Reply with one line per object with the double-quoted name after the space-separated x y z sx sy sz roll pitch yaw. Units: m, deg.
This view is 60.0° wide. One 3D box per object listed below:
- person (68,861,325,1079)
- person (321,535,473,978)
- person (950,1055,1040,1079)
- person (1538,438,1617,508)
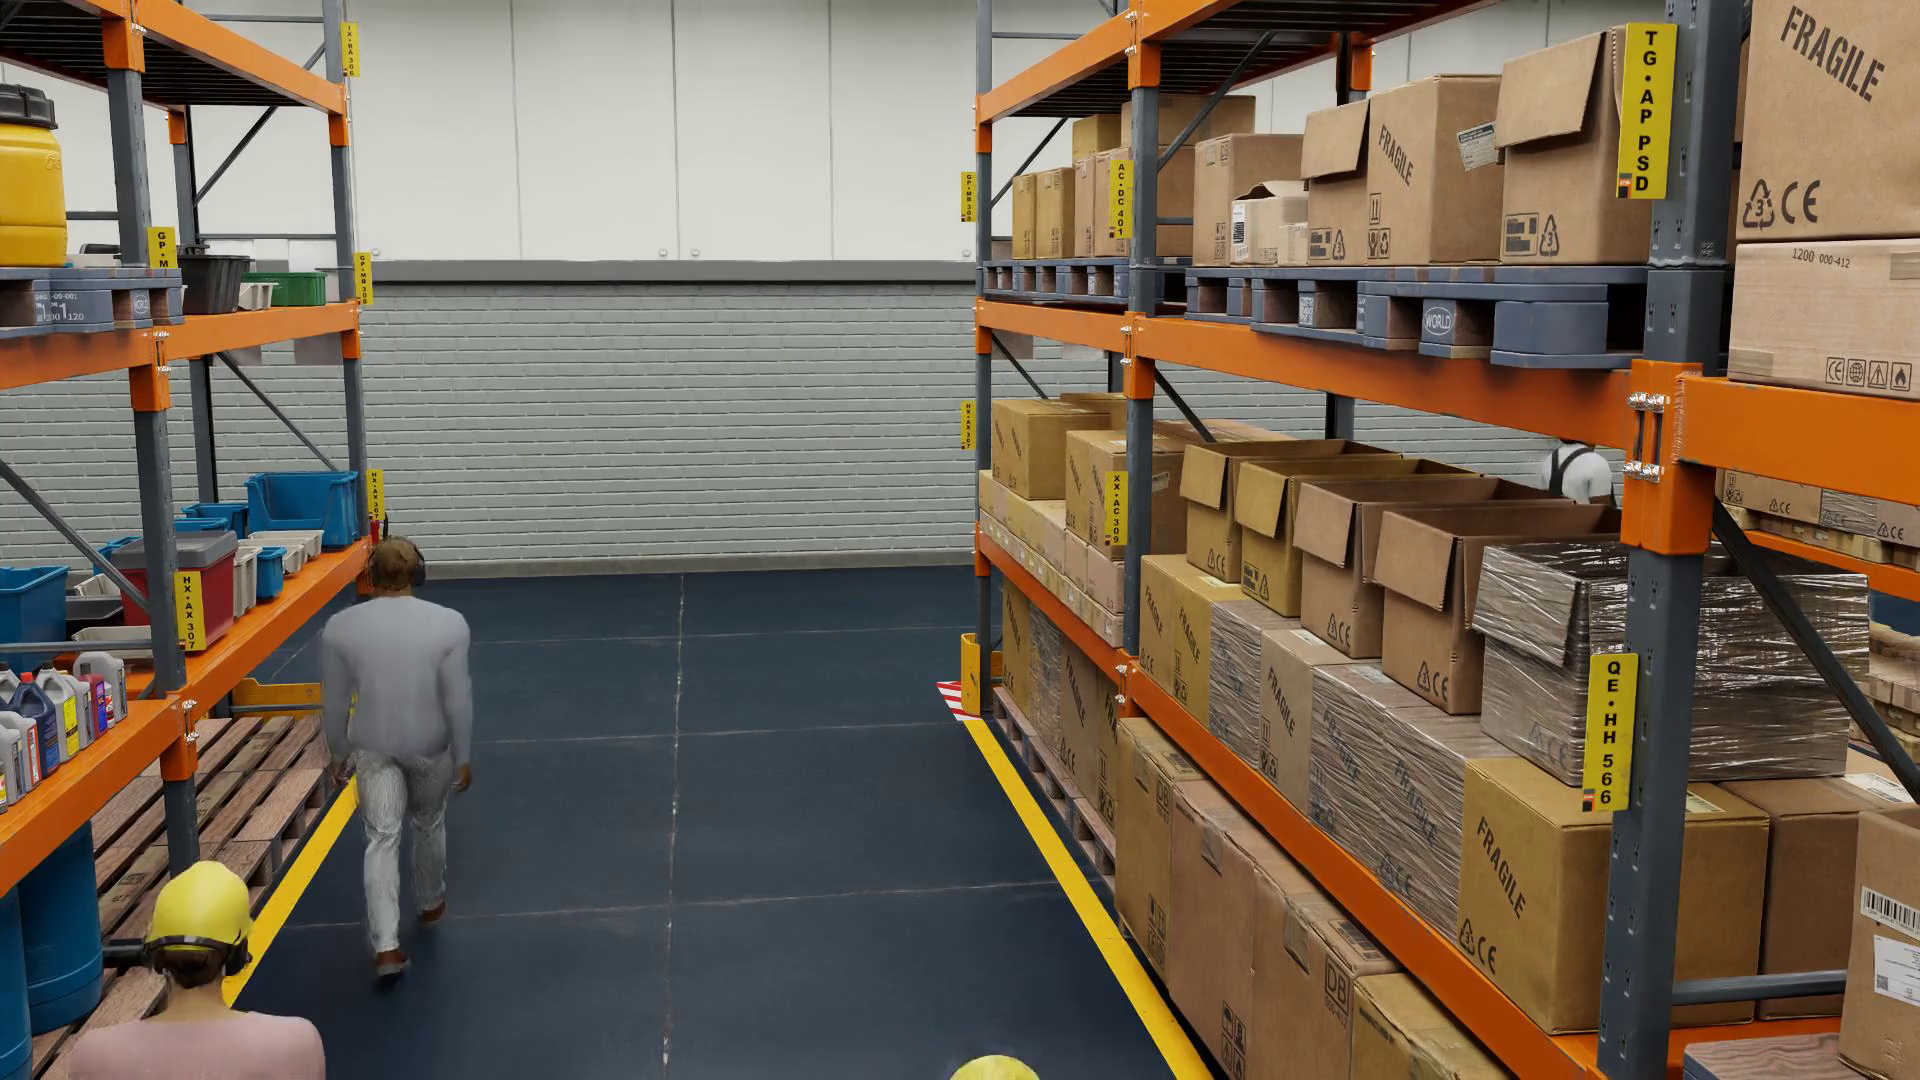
-1.644 1.578 3.644 0.535 1.746 0.533 -2 10 -15 "person"
-2.464 0.916 7.319 0.641 1.896 0.998 -2 9 -11 "person"
0.090 1.720 2.993 0.493 1.682 0.942 -3 10 -16 "person"
4.762 -0.087 13.030 0.969 2.000 0.675 -2 9 -14 "person"
